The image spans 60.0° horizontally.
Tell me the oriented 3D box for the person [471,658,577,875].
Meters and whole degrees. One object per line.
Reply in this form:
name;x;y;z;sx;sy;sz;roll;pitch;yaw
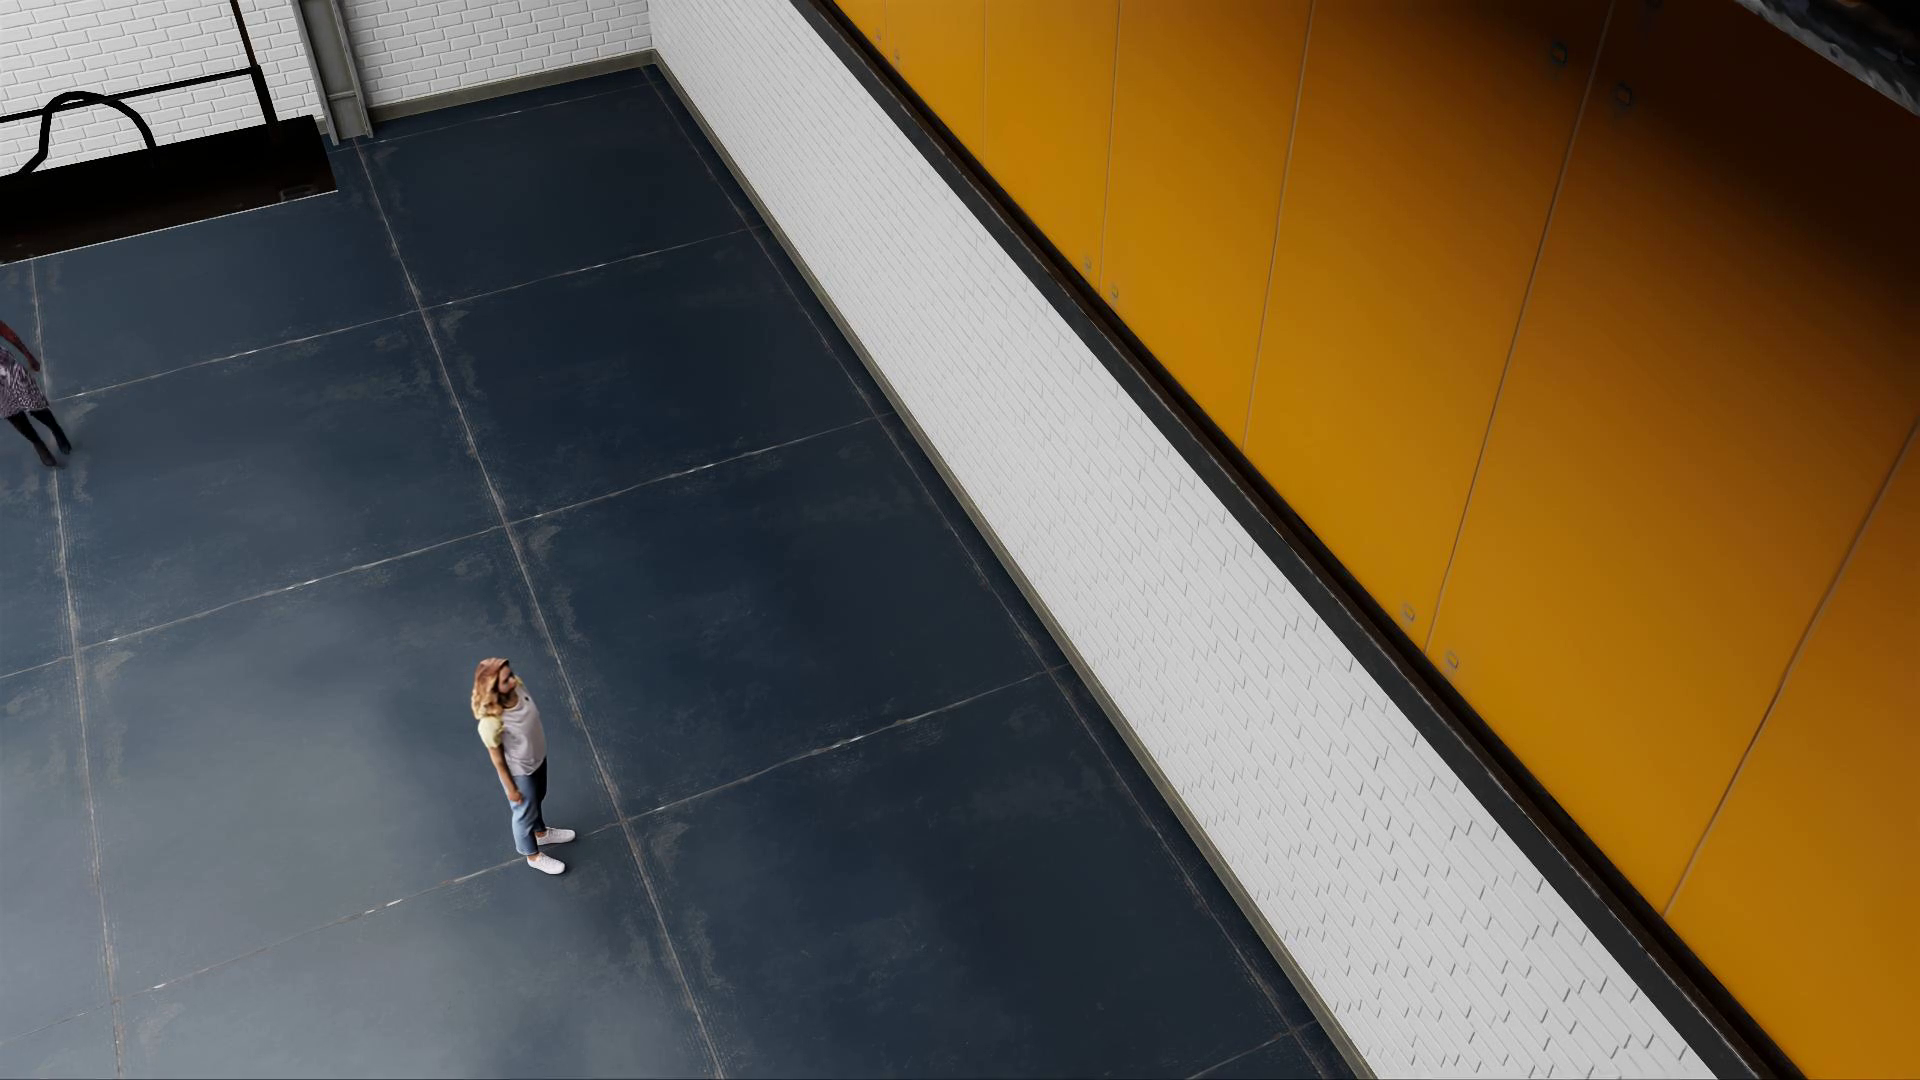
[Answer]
person;-2.555;1.294;9.649;0.718;1.723;0.711;3;44;4

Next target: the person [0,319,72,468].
person;-7.075;-1.201;12.246;0.850;1.754;0.696;27;50;26
